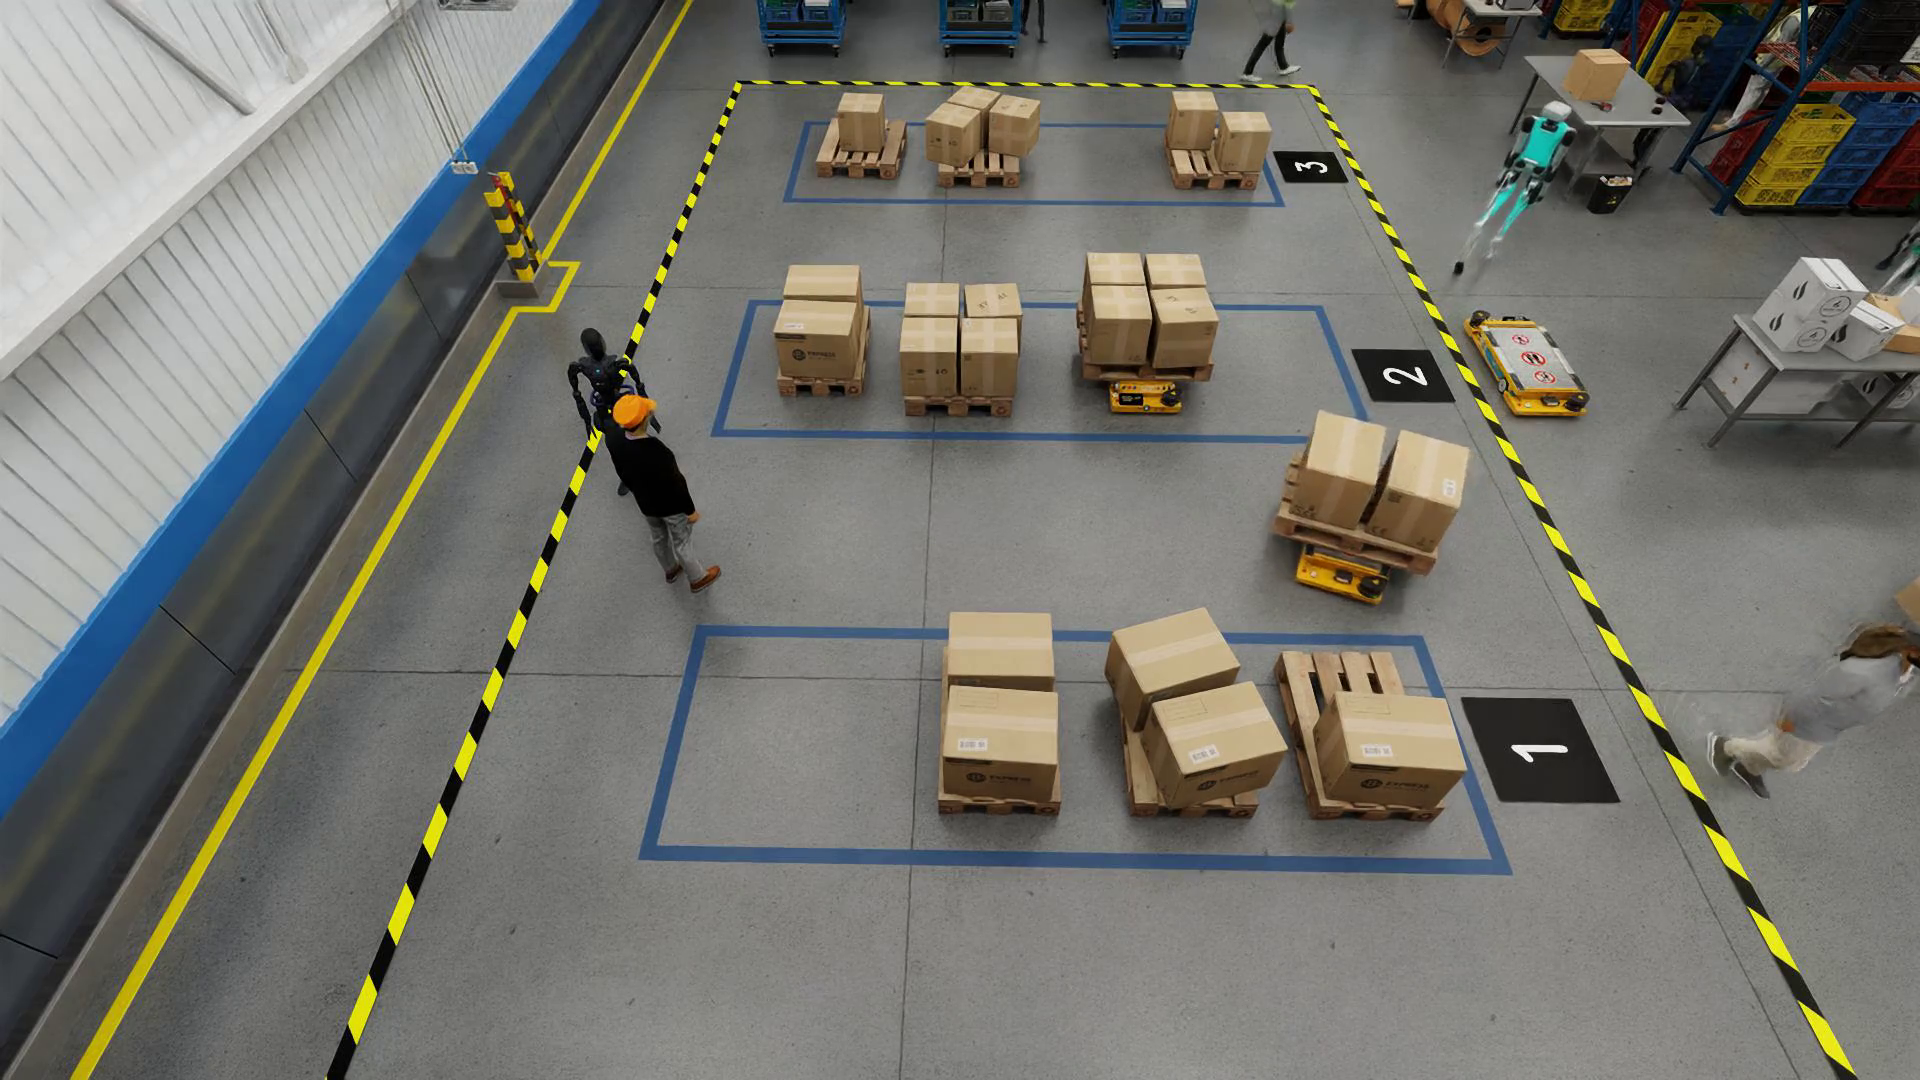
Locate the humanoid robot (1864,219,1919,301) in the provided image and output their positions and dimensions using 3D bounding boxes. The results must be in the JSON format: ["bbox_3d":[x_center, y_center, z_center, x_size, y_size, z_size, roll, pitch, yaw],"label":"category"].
[{"bbox_3d":[9.849,-3.056,9.118,0.734,1.677,0.534,-28,55,-22],"label":"humanoid robot"}]

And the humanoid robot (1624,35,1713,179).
[{"bbox_3d":[8.658,-5.268,11.170,0.589,1.632,0.632,0,49,0],"label":"humanoid robot"}]

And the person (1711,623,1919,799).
[{"bbox_3d":[5.330,1.055,5.628,0.587,1.754,0.431,-14,51,-12],"label":"person"}]

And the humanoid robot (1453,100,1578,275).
[{"bbox_3d":[5.802,-3.629,9.720,0.958,1.769,0.542,-35,58,-27],"label":"humanoid robot"}]

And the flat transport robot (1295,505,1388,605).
[{"bbox_3d":[3.248,-0.135,7.632,0.652,0.197,1.431,17,51,14],"label":"flat transport robot"}]

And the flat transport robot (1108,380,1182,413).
[{"bbox_3d":[1.773,-1.807,9.079,0.652,0.197,1.431,1,49,1],"label":"flat transport robot"}]

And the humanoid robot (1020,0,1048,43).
[{"bbox_3d":[1.146,-8.514,13.999,0.590,1.628,0.779,-12,50,-10],"label":"humanoid robot"}]

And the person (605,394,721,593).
[{"bbox_3d":[-2.186,-0.313,6.736,0.589,1.883,0.363,21,52,17],"label":"person"}]

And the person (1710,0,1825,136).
[{"bbox_3d":[10.525,-6.221,11.876,0.626,1.846,0.429,-27,54,-22],"label":"person"}]

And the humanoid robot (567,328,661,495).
[{"bbox_3d":[-2.786,-1.030,7.483,0.599,1.657,0.315,-7,50,-6],"label":"humanoid robot"}]

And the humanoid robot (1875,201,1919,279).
[{"bbox_3d":[10.546,-3.553,9.675,0.338,1.658,0.603,-31,56,-24],"label":"humanoid robot"}]

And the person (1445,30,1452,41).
[{"bbox_3d":[7.922,-8.685,13.934,0.365,1.958,0.597,13,50,11],"label":"person"}]

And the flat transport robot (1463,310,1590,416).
[{"bbox_3d":[5.573,-1.757,9.054,0.659,0.231,1.431,1,49,1],"label":"flat transport robot"}]

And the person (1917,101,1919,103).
[{"bbox_3d":[13.073,-6.249,11.777,0.383,2.034,0.603,-5,49,-4],"label":"person"}]

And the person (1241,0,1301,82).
[{"bbox_3d":[4.593,-7.418,12.934,0.943,1.804,0.621,1,49,1],"label":"person"}]
